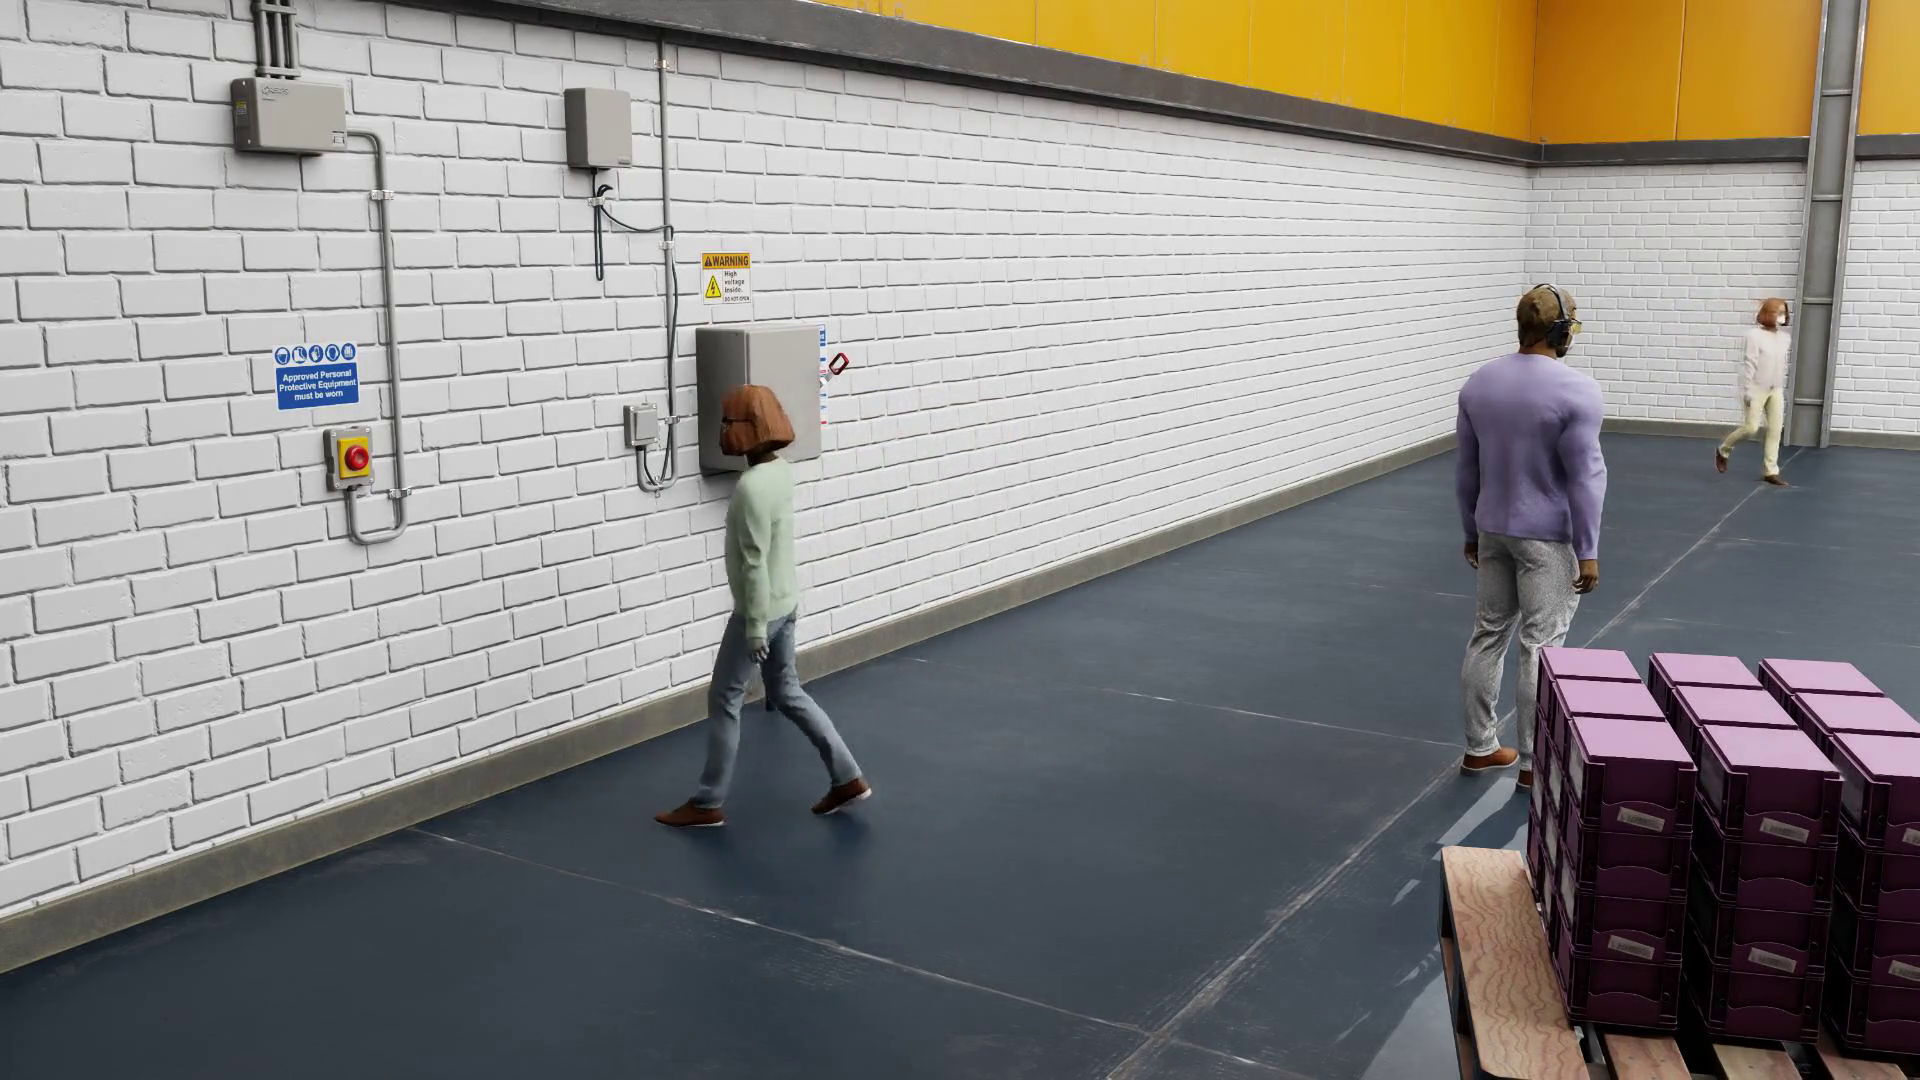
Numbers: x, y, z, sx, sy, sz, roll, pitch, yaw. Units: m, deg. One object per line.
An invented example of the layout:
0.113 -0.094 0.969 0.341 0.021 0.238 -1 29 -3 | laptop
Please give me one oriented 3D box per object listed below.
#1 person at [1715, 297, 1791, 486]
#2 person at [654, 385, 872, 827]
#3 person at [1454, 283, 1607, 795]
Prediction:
6.942 -1.300 14.437 0.507 1.615 0.646 -3 11 -18 | person
-0.698 0.244 5.928 0.757 1.603 0.515 1 10 7 | person
2.174 -0.002 6.359 0.358 1.938 0.636 -6 12 -32 | person
